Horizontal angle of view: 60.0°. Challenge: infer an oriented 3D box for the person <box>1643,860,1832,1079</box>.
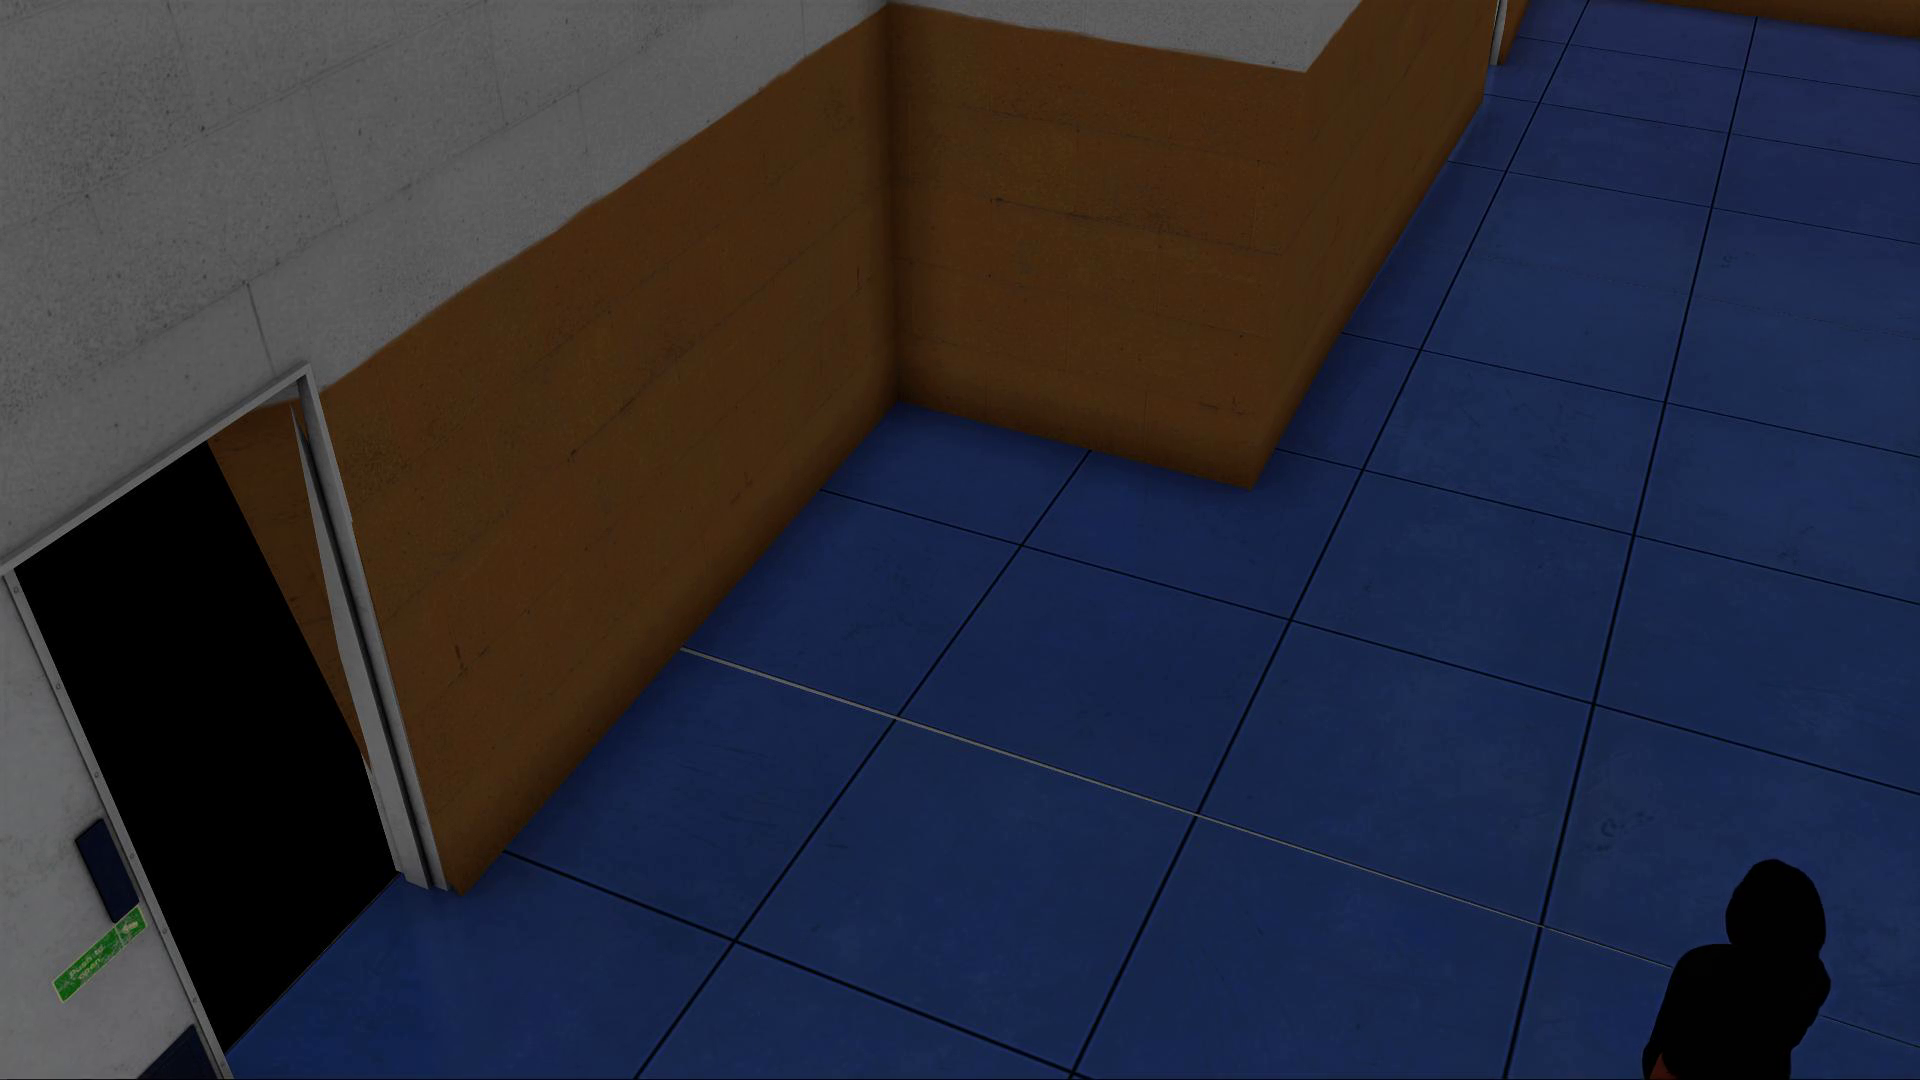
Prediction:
[{"bbox_3d":[2.072,1.526,4.606,0.635,1.702,0.728,-4,37,-6],"label":"person"}]
